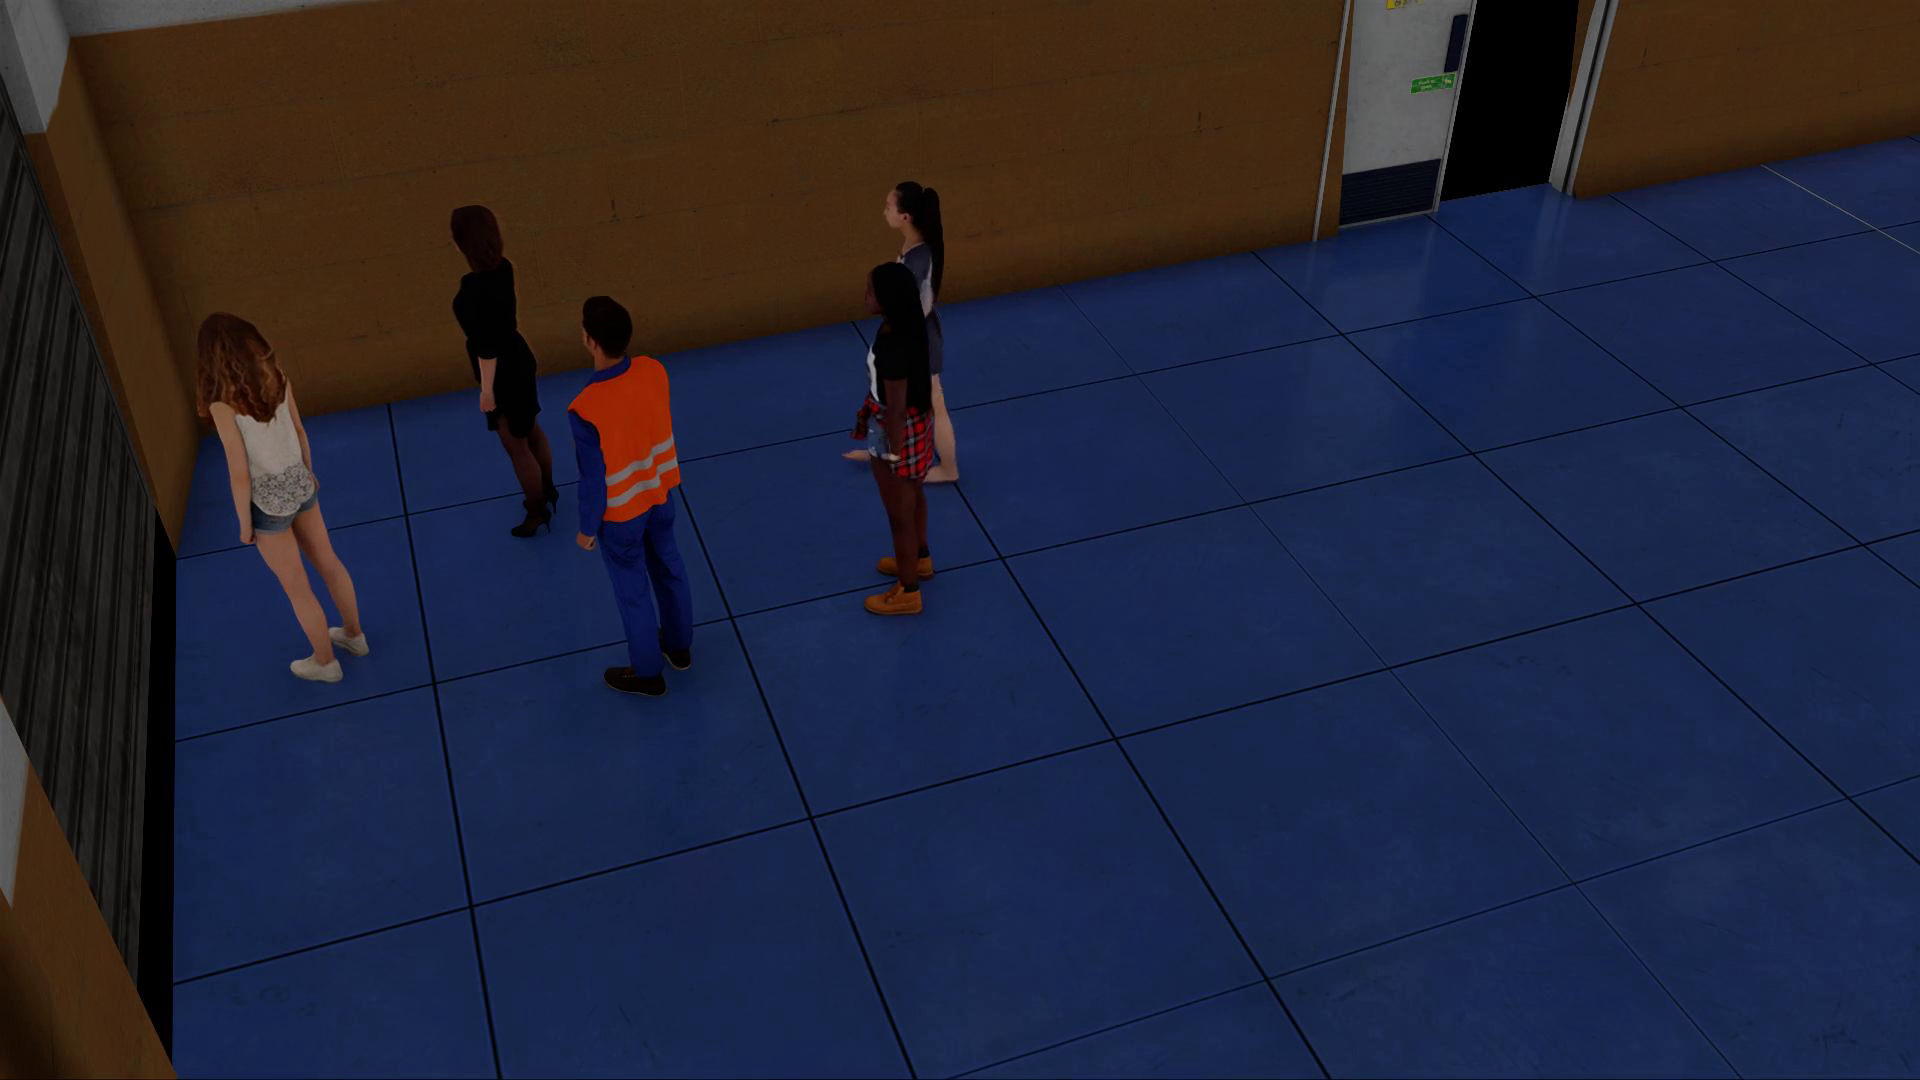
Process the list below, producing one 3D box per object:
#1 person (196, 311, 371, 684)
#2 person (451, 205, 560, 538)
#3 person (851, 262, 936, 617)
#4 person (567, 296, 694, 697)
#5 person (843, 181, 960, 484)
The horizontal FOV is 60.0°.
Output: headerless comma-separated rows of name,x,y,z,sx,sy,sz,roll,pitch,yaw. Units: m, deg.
person,-2.796,-0.152,6.888,0.708,1.757,0.646,15,39,19
person,-2.111,-0.767,7.737,0.715,1.705,0.577,3,37,4
person,-0.245,-0.445,7.304,0.763,1.726,0.666,4,37,5
person,-1.343,-0.154,6.801,0.821,1.864,0.784,20,41,24
person,-0.119,-0.961,8.072,0.846,1.629,0.872,1,37,2
